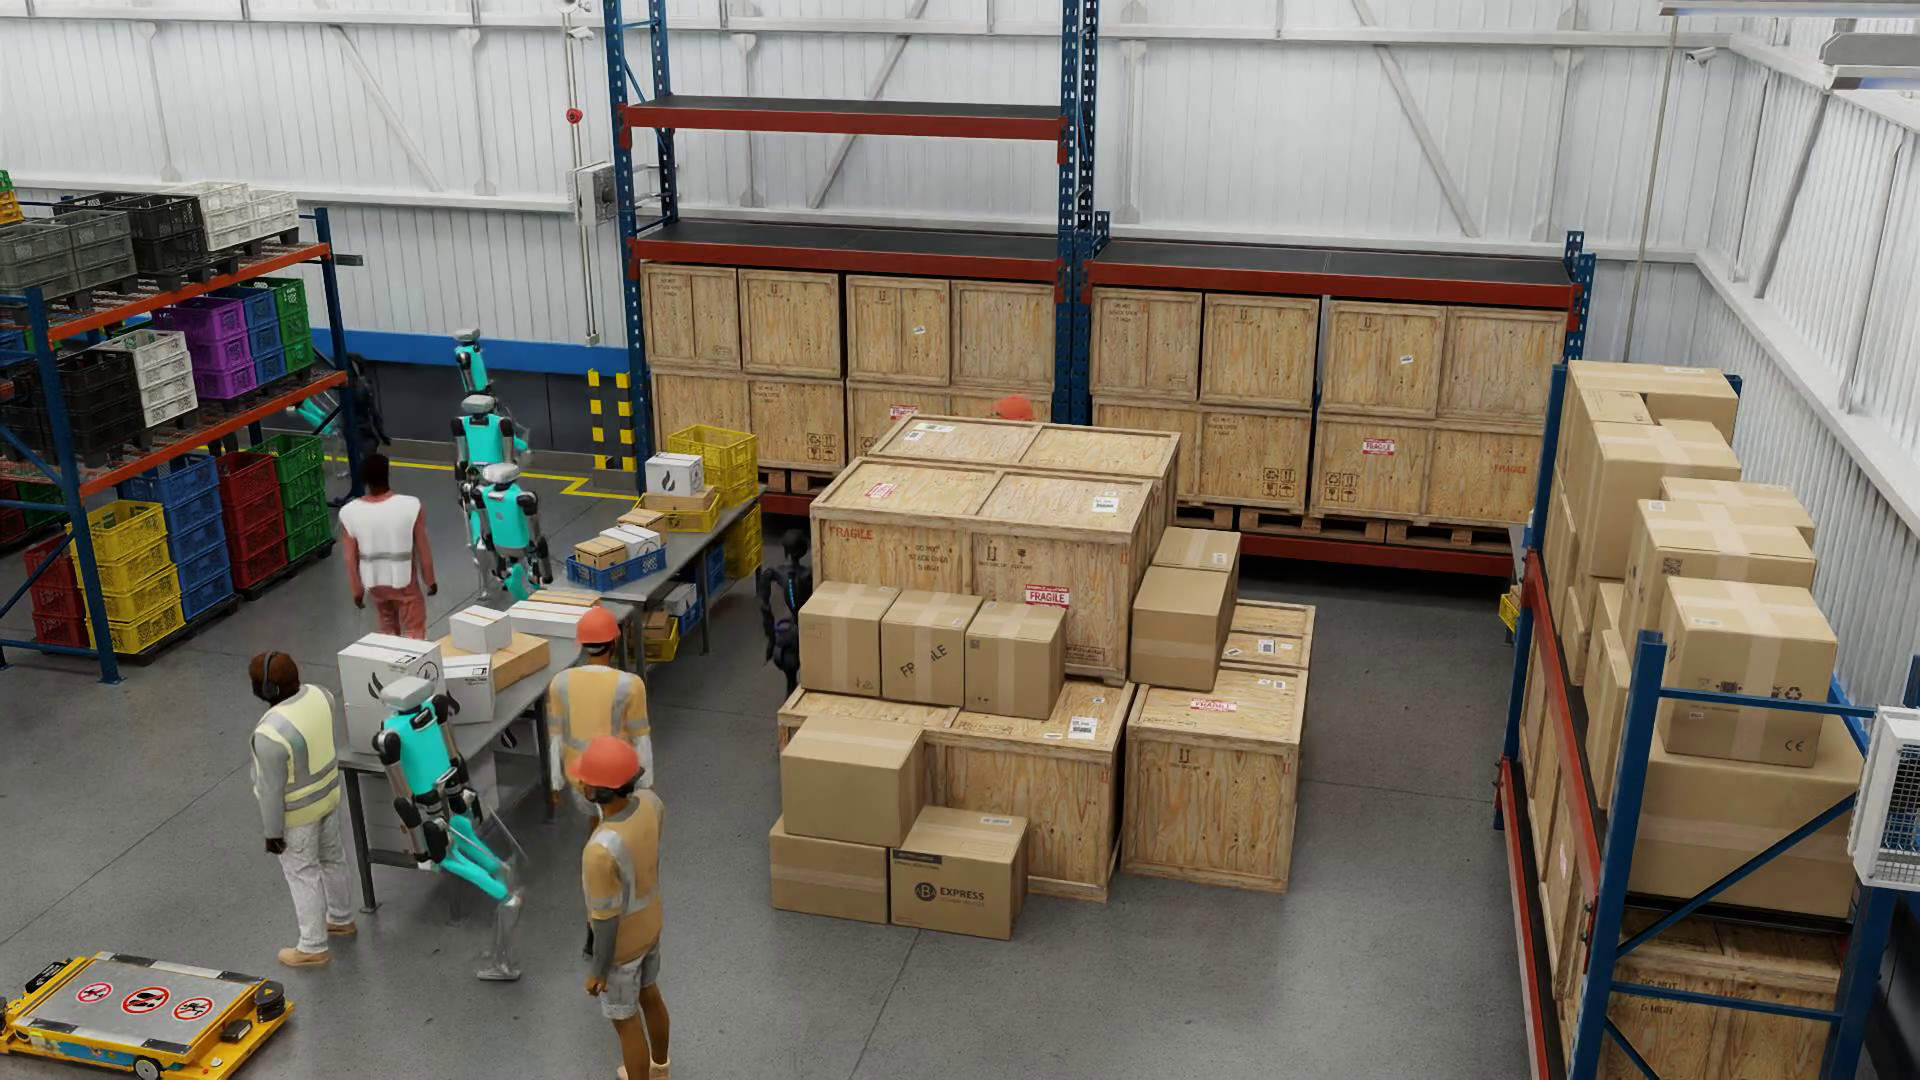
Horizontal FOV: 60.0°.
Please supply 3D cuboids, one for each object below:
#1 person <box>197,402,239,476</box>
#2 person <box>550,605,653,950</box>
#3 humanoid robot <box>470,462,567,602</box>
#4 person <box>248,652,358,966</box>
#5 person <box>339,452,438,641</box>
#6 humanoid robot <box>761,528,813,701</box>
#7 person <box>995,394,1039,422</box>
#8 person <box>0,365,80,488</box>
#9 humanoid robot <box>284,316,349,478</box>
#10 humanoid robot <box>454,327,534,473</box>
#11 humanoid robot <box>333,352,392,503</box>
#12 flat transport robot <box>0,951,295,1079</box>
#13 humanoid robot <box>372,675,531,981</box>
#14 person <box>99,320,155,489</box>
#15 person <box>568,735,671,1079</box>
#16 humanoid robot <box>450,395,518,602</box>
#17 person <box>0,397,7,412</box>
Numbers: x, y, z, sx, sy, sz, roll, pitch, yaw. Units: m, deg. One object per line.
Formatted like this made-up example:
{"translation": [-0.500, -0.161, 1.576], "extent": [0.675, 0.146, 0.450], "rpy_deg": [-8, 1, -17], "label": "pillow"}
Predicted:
{"translation": [-7.544, -1.478, 16.707], "extent": [0.508, 1.842, 0.328], "rpy_deg": [10, 23, 25], "label": "person"}
{"translation": [-2.028, 1.332, 9.324], "extent": [0.562, 1.884, 0.843], "rpy_deg": [3, 21, 9], "label": "person"}
{"translation": [-3.191, 0.240, 12.546], "extent": [0.537, 1.872, 0.837], "rpy_deg": [8, 22, 20], "label": "humanoid robot"}
{"translation": [-3.601, 1.452, 9.059], "extent": [0.429, 1.837, 0.623], "rpy_deg": [4, 21, 9], "label": "person"}
{"translation": [-4.099, 0.301, 11.977], "extent": [0.590, 1.898, 0.680], "rpy_deg": [-2, 21, -4], "label": "person"}
{"translation": [-1.051, 0.695, 11.237], "extent": [0.584, 1.649, 0.343], "rpy_deg": [4, 21, 10], "label": "humanoid robot"}
{"translation": [0.337, -0.161, 13.053], "extent": [0.991, 2.011, 0.598], "rpy_deg": [-6, 22, -16], "label": "person"}
{"translation": [-9.119, -1.240, 16.267], "extent": [0.494, 1.708, 0.747], "rpy_deg": [18, 27, 39], "label": "person"}
{"translation": [-6.454, -1.430, 16.797], "extent": [0.752, 1.855, 0.542], "rpy_deg": [-2, 21, -4], "label": "humanoid robot"}
{"translation": [-4.413, -1.139, 16.086], "extent": [0.776, 1.853, 0.539], "rpy_deg": [-1, 21, -4], "label": "humanoid robot"}
{"translation": [-5.662, -0.966, 15.676], "extent": [0.744, 1.656, 0.589], "rpy_deg": [1, 21, 3], "label": "humanoid robot"}
{"translation": [-4.270, 2.464, 8.601], "extent": [1.431, 0.231, 0.659], "rpy_deg": [5, 22, 13], "label": "flat transport robot"}
{"translation": [-2.578, 1.583, 8.852], "extent": [0.853, 1.756, 0.561], "rpy_deg": [6, 22, 16], "label": "humanoid robot"}
{"translation": [-8.206, -1.342, 16.336], "extent": [0.504, 1.859, 0.338], "rpy_deg": [-19, 28, -41], "label": "person"}
{"translation": [-1.580, 1.832, 7.766], "extent": [0.365, 2.048, 0.607], "rpy_deg": [5, 21, 12], "label": "person"}
{"translation": [-3.976, -0.275, 13.754], "extent": [0.541, 1.746, 1.033], "rpy_deg": [2, 21, 5], "label": "humanoid robot"}
{"translation": [-9.418, -1.376, 16.414], "extent": [0.328, 1.865, 0.517], "rpy_deg": [9, 23, 22], "label": "person"}
